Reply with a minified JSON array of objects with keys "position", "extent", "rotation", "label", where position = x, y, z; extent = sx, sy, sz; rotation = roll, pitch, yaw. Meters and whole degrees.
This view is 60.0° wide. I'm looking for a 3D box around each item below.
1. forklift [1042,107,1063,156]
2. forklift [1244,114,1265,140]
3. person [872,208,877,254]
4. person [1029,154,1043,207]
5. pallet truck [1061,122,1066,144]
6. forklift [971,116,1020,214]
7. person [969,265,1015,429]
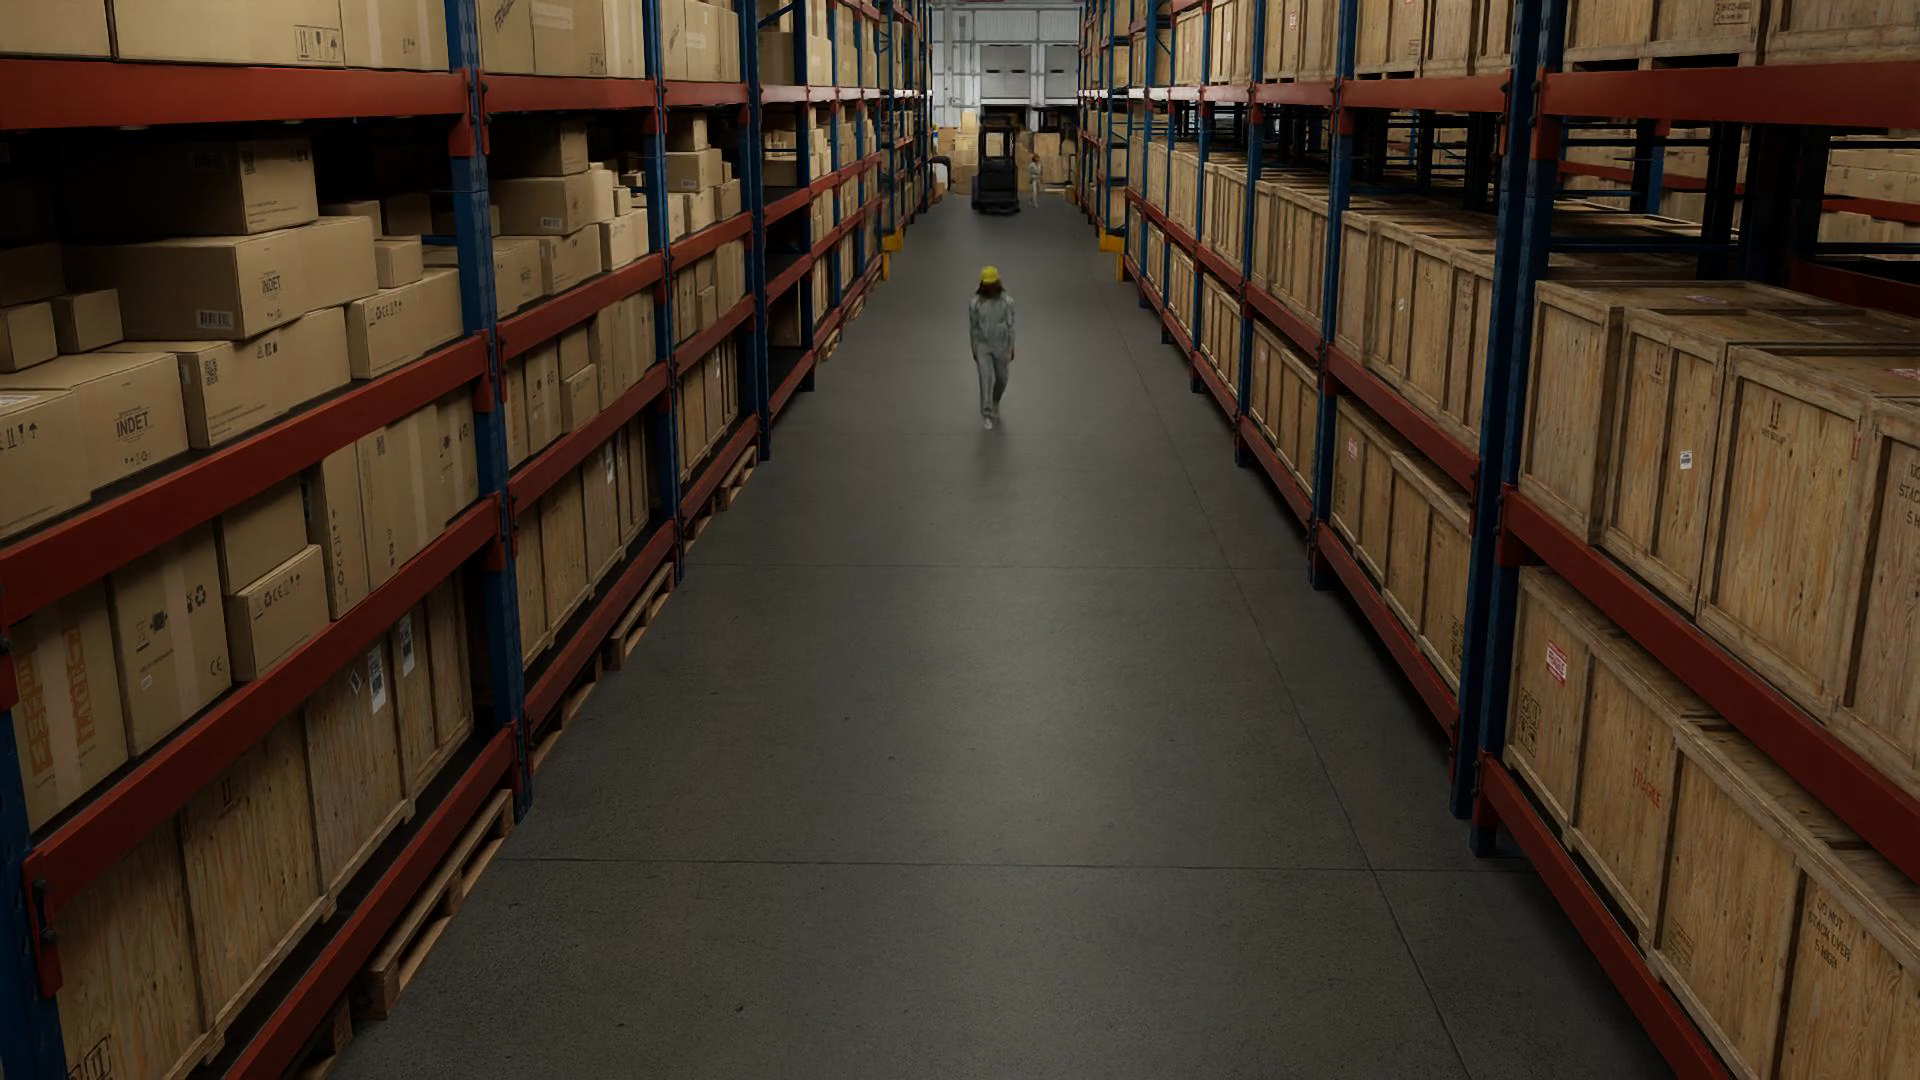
[{"position":[4.386,-19.135,78.988],"extent":[1.129,2.768,1.873],"rotation":[-7,17,-24],"label":"forklift"},{"position":[11.105,-14.738,62.627],"extent":[1.129,2.768,1.873],"rotation":[0,15,2],"label":"forklift"},{"position":[-1.924,-6.621,34.314],"extent":[0.475,1.893,0.651],"rotation":[2,15,8],"label":"person"},{"position":[2.357,-11.184,51.783],"extent":[0.523,1.627,0.382],"rotation":[-9,17,-30],"label":"person"},{"position":[5.788,-21.111,88.014],"extent":[1.885,1.965,0.823],"rotation":[5,16,18],"label":"pallet truck"},{"position":[1.013,-11.128,49.195],"extent":[1.129,2.768,1.873],"rotation":[-3,15,-12],"label":"forklift"},{"position":[0.335,-2.066,17.673],"extent":[0.491,1.721,0.576],"rotation":[-1,15,-5],"label":"person"}]
